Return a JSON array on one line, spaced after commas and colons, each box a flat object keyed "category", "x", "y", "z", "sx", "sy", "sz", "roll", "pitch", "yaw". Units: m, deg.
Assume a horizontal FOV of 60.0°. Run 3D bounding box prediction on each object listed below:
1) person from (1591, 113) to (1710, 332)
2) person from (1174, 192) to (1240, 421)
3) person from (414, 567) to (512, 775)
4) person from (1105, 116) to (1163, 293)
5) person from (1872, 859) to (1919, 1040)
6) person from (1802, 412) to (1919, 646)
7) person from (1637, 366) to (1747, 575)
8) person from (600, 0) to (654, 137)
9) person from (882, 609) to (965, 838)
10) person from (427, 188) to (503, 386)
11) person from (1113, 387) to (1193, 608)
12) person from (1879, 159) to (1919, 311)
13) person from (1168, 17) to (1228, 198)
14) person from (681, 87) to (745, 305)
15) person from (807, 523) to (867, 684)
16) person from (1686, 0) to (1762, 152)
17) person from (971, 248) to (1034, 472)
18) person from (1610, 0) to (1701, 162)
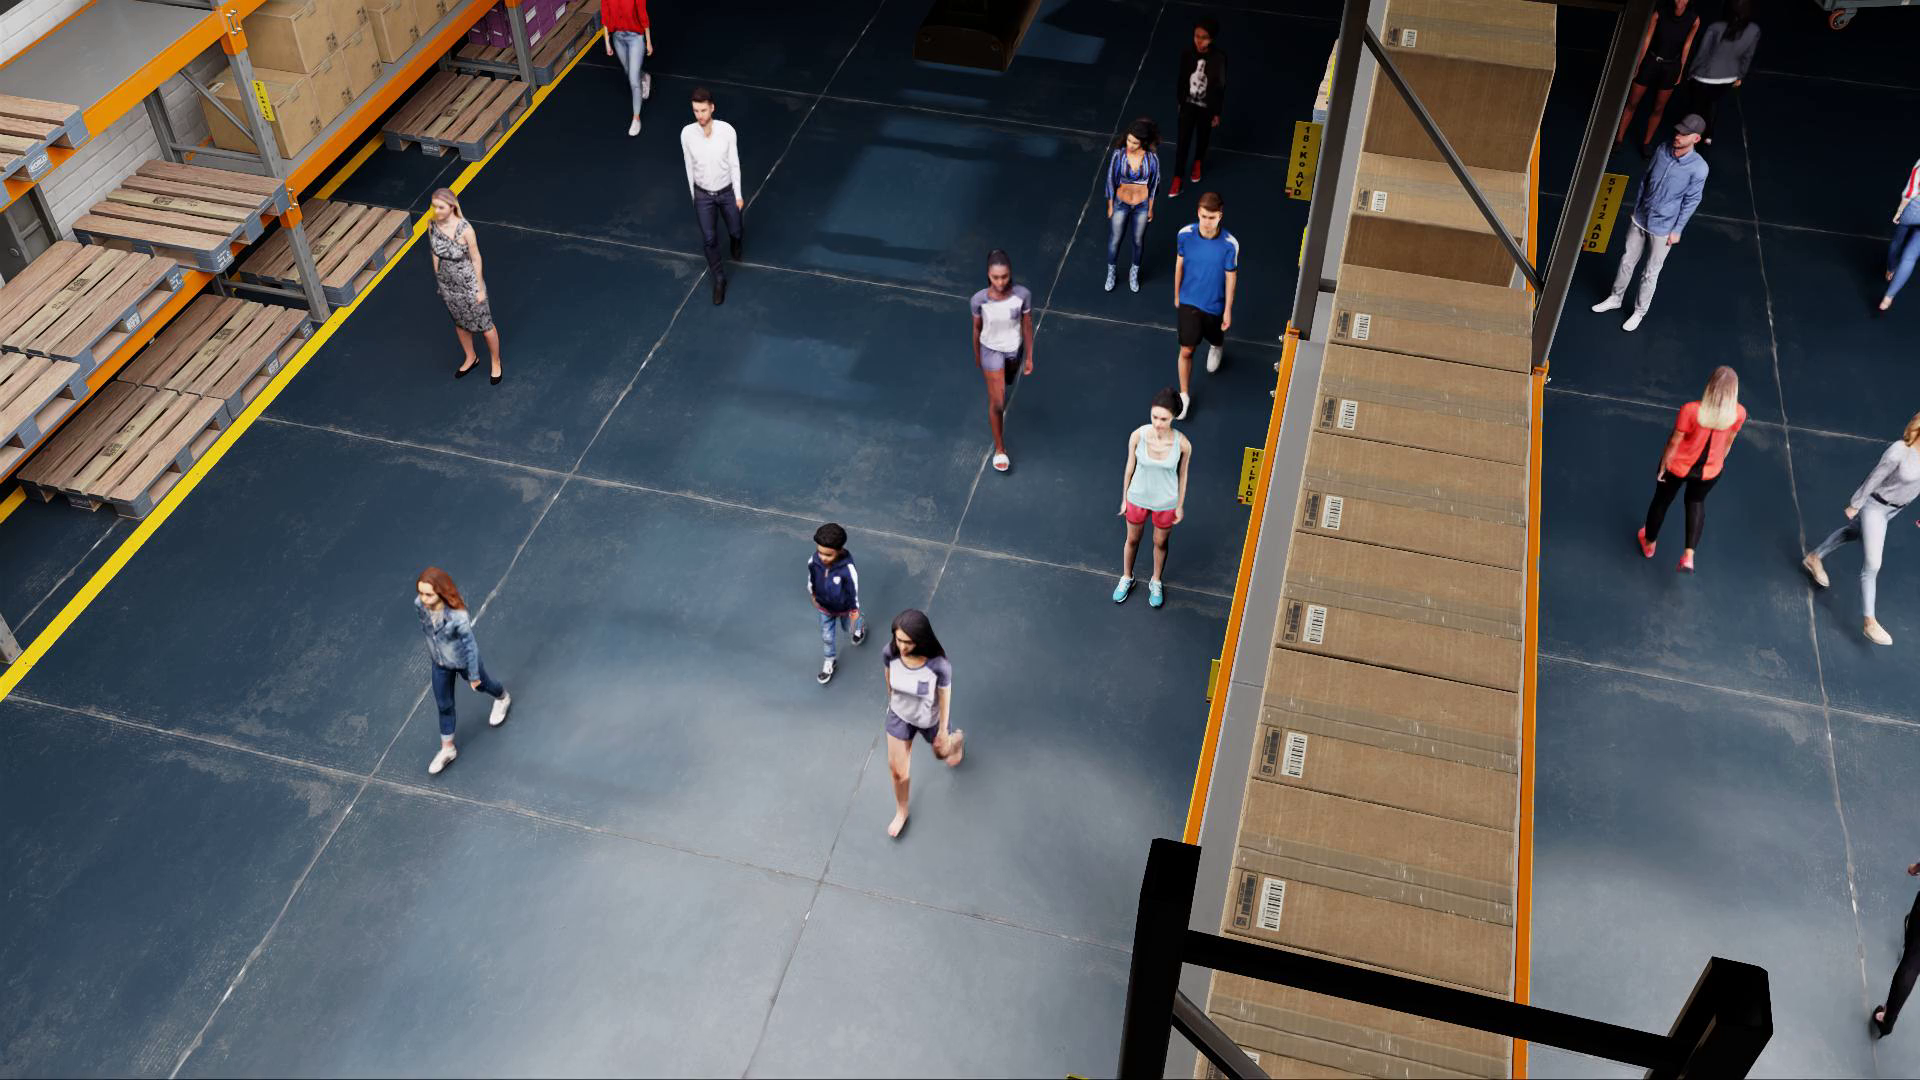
[{"category": "person", "x": 5.628, "y": -2.584, "z": 13.427, "sx": 0.783, "sy": 1.888, "sz": 0.740, "roll": -26, "pitch": 49, "yaw": -24}, {"category": "person", "x": 1.904, "y": -1.877, "z": 12.721, "sx": 0.713, "sy": 1.838, "sz": 1.211, "roll": 12, "pitch": 45, "yaw": 13}, {"category": "person", "x": -3.071, "y": 0.698, "z": 10.307, "sx": 0.609, "sy": 1.439, "sz": 0.961, "roll": 14, "pitch": 45, "yaw": 14}, {"category": "person", "x": 1.426, "y": -2.784, "z": 13.833, "sx": 0.631, "sy": 1.618, "sz": 0.593, "roll": 4, "pitch": 44, "yaw": 4}, {"category": "person", "x": 5.174, "y": 2.017, "z": 8.725, "sx": 0.751, "sy": 1.712, "sz": 1.167, "roll": 18, "pitch": 46, "yaw": 18}, {"category": "person", "x": 6.105, "y": -0.256, "z": 11.092, "sx": 0.991, "sy": 1.739, "sz": 1.252, "roll": -9, "pitch": 44, "yaw": -9}, {"category": "person", "x": 4.991, "y": -0.424, "z": 11.310, "sx": 0.656, "sy": 1.681, "sz": 0.899, "roll": 5, "pitch": 44, "yaw": 5}, {"category": "person", "x": -3.146, "y": -4.801, "z": 15.908, "sx": 0.723, "sy": 1.676, "sz": 1.123, "roll": 6, "pitch": 44, "yaw": 6}, {"category": "person", "x": -0.196, "y": 0.979, "z": 9.837, "sx": 0.623, "sy": 1.680, "sz": 1.023, "roll": 13, "pitch": 45, "yaw": 14}, {"category": "person", "x": -3.861, "y": -1.993, "z": 12.939, "sx": 0.569, "sy": 1.706, "sz": 0.500, "roll": 13, "pitch": 45, "yaw": 13}, {"category": "person", "x": 1.286, "y": -0.263, "z": 11.080, "sx": 0.566, "sy": 1.764, "sz": 0.543, "roll": 10, "pitch": 45, "yaw": 10}, {"category": "person", "x": 7.900, "y": -2.616, "z": 13.688, "sx": 0.836, "sy": 1.574, "sz": 1.164, "roll": 24, "pitch": 49, "yaw": 23}, {"category": "person", "x": 2.193, "y": -3.981, "z": 15.070, "sx": 0.632, "sy": 1.645, "sz": 0.957, "roll": 12, "pitch": 45, "yaw": 12}, {"category": "person", "x": -2.016, "y": -2.940, "z": 13.828, "sx": 0.796, "sy": 1.850, "sz": 1.085, "roll": 0, "pitch": 44, "yaw": 0}, {"category": "person", "x": -0.781, "y": 0.359, "z": 10.833, "sx": 0.575, "sy": 1.205, "sz": 0.806, "roll": 16, "pitch": 46, "yaw": 16}, {"category": "person", "x": 7.032, "y": -4.294, "z": 15.439, "sx": 0.761, "sy": 1.588, "sz": 0.778, "roll": -2, "pitch": 44, "yaw": -2}, {"category": "person", "x": 0.306, "y": -1.433, "z": 12.369, "sx": 0.965, "sy": 1.681, "sz": 1.256, "roll": -7, "pitch": 44, "yaw": -8}, {"category": "person", "x": 6.462, "y": -4.344, "z": 15.382, "sx": 0.591, "sy": 1.740, "sz": 0.500, "roll": 11, "pitch": 45, "yaw": 11}]
